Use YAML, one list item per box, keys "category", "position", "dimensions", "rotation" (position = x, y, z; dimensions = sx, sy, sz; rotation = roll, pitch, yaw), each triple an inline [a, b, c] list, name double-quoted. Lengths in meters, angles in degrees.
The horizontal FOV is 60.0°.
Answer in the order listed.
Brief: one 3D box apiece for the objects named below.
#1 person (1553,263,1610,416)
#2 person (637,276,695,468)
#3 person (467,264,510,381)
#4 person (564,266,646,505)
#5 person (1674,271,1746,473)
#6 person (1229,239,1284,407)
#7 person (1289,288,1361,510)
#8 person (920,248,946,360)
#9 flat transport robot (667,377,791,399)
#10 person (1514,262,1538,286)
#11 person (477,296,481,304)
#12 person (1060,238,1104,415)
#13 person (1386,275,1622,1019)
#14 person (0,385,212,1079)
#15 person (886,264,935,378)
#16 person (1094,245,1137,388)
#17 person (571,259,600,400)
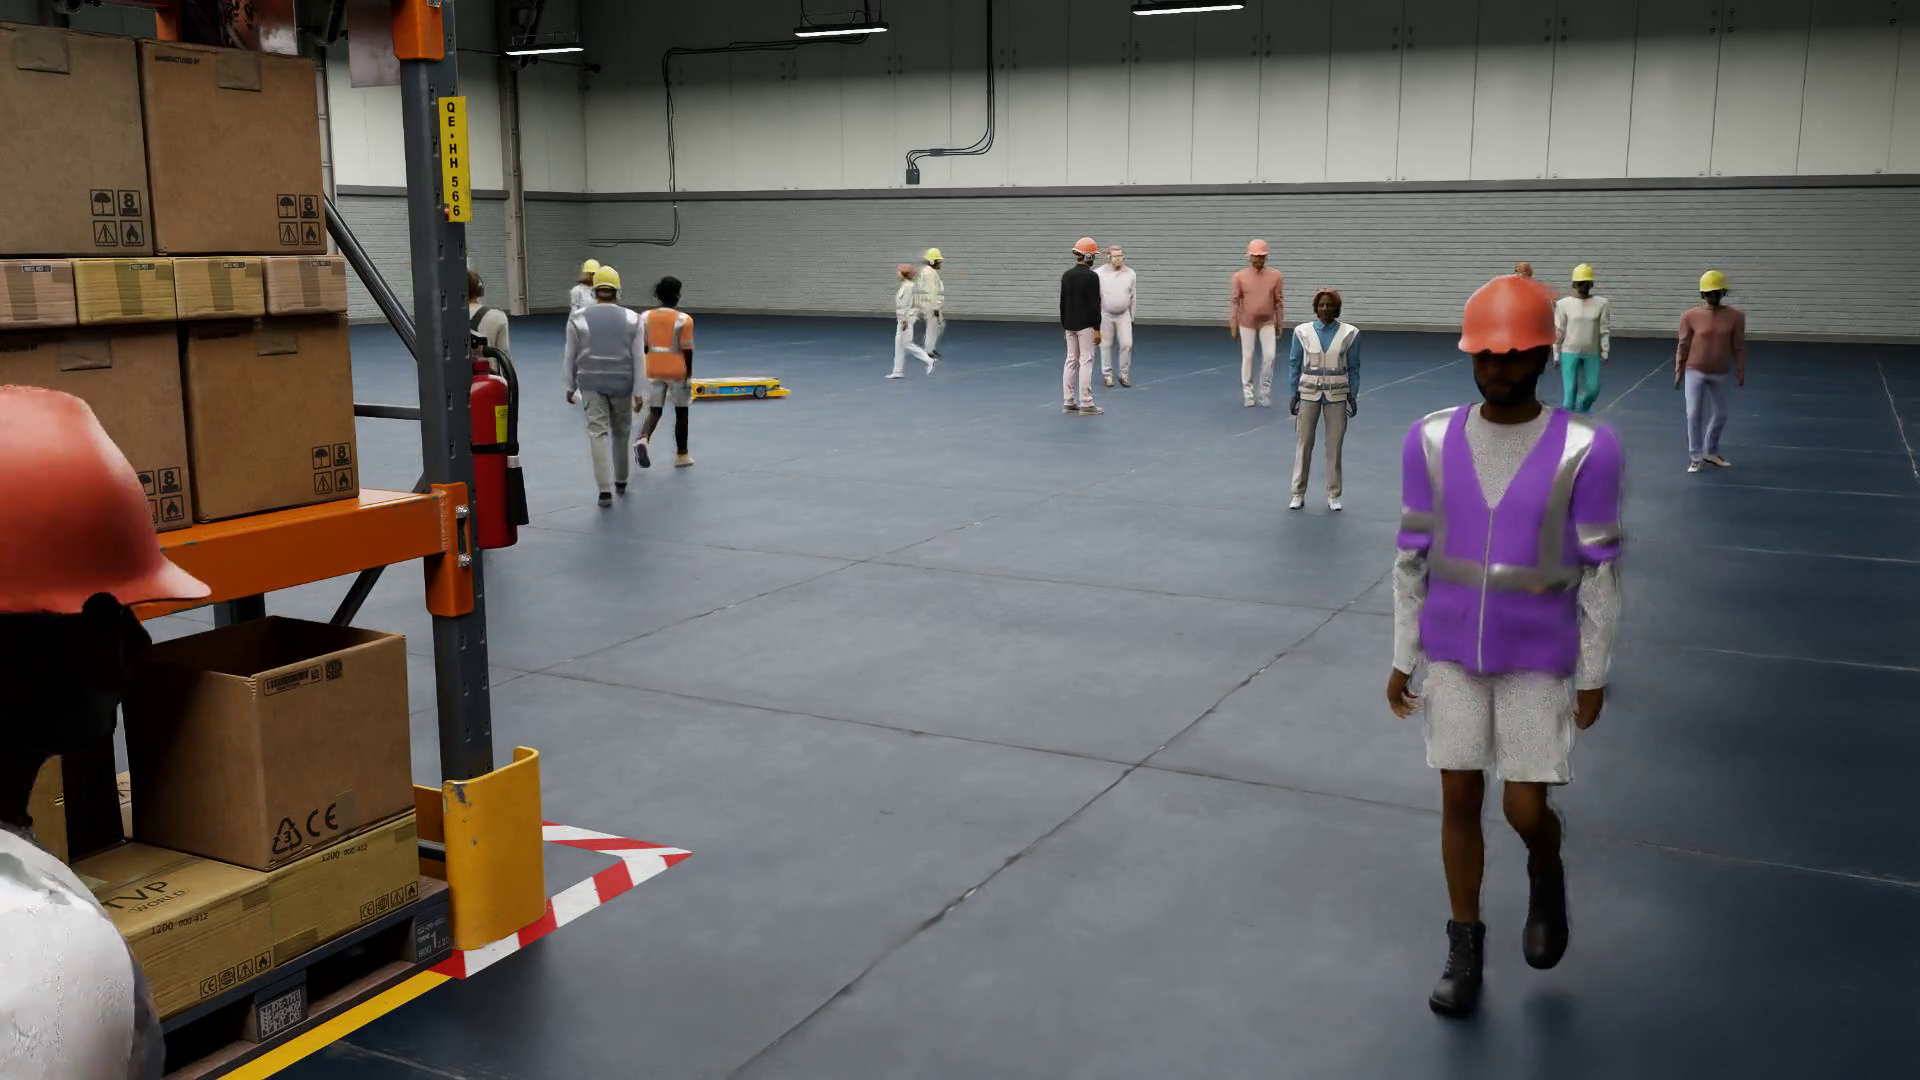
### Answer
- category: "person"
  position: [6.090, -1.835, 16.345]
  dimensions: [0.534, 1.753, 0.483]
  rotation: [2, 11, 8]
- category: "person"
  position: [-2.544, -1.428, 14.309]
  dimensions: [0.533, 1.677, 0.676]
  rotation: [3, 11, 15]
- category: "person"
  position: [-3.320, -0.964, 11.381]
  dimensions: [0.526, 1.830, 0.638]
  rotation: [0, 10, -3]
- category: "person"
  position: [-2.702, -1.182, 12.691]
  dimensions: [0.600, 1.784, 0.926]
  rotation: [-2, 11, -13]
- category: "person"
  position: [6.432, -1.447, 14.300]
  dimensions: [0.567, 1.731, 0.616]
  rotation: [2, 11, 10]
- category: "person"
  position: [3.490, -2.530, 19.518]
  dimensions: [0.663, 1.969, 0.648]
  rotation: [0, 10, 0]
- category: "person"
  position: [2.684, -1.035, 12.278]
  dimensions: [0.515, 1.641, 0.314]
  rotation: [2, 11, 13]
- category: "person"
  position: [-0.419, -3.828, 27.038]
  dimensions: [0.469, 1.808, 0.617]
  rotation: [-1, 10, -5]
- category: "flat transport robot"
  position: [-2.891, -1.904, 20.756]
  dimensions: [1.431, 0.197, 0.652]
  rotation: [-4, 11, -22]
- category: "person"
  position: [8.168, -3.226, 24.246]
  dimensions: [0.279, 1.633, 0.499]
  rotation: [-7, 13, -35]
- category: "person"
  position: [-7.131, -3.148, 23.858]
  dimensions: [0.526, 1.627, 0.320]
  rotation: [-4, 11, -19]
- category: "person"
  position: [1.395, -2.416, 18.846]
  dimensions: [0.397, 1.992, 0.623]
  rotation: [-7, 13, -35]
- category: "person"
  position: [1.405, 0.279, 4.331]
  dimensions: [0.551, 1.924, 0.508]
  rotation: [7, 12, 33]
- category: "person"
  position: [-0.812, 0.801, 1.567]
  dimensions: [0.571, 1.885, 0.965]
  rotation: [6, 12, 32]
- category: "person"
  position: [-0.718, -3.084, 23.483]
  dimensions: [0.623, 1.621, 0.522]
  rotation: [-3, 11, -14]
- category: "person"
  position: [2.067, -2.961, 22.112]
  dimensions: [0.647, 1.882, 0.660]
  rotation: [-2, 10, -8]
- category: "person"
  position: [-4.403, -2.493, 19.956]
  dimensions: [0.503, 1.731, 0.380]
  rotation: [-7, 12, -33]
